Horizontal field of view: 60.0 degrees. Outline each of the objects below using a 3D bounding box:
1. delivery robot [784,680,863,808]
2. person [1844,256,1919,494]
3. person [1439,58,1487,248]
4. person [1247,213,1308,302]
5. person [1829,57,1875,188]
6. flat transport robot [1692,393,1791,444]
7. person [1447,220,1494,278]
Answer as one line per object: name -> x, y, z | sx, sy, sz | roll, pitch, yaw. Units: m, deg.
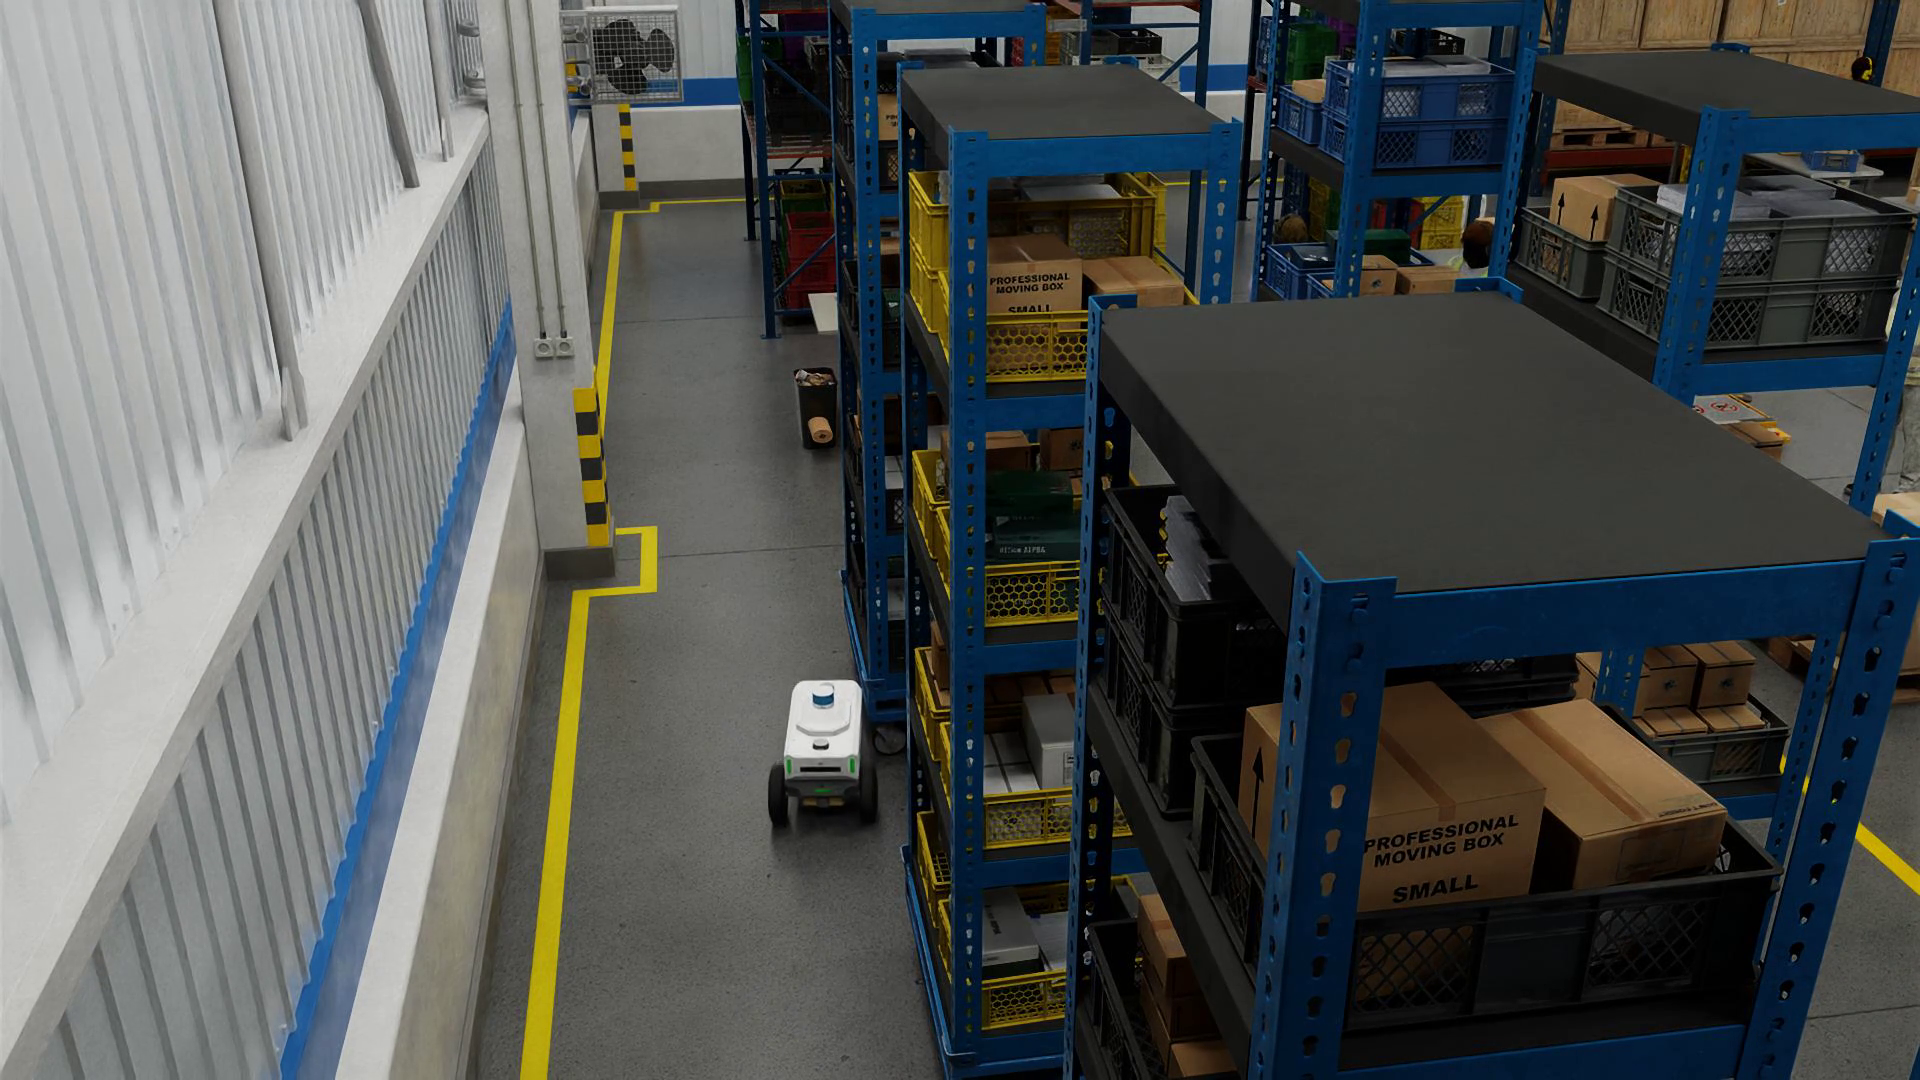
delivery robot -> -0.637, 0.916, 7.830 | 0.477, 0.478, 0.707 | -1, 25, -1
person -> 6.170, -1.100, 10.818 | 0.403, 1.826, 0.595 | -8, 26, -17
person -> 5.180, -3.917, 16.865 | 0.574, 1.884, 0.361 | -9, 26, -18
person -> 2.103, -1.156, 10.818 | 0.626, 1.932, 0.378 | -13, 28, -26
person -> 9.075, -4.001, 17.073 | 0.326, 1.865, 0.518 | -10, 26, -20
flat transport robot -> 5.224, -0.859, 12.132 | 1.431, 0.197, 0.652 | -4, 25, -8
person -> 3.344, -1.213, 11.037 | 0.429, 1.844, 0.627 | -14, 28, -28
